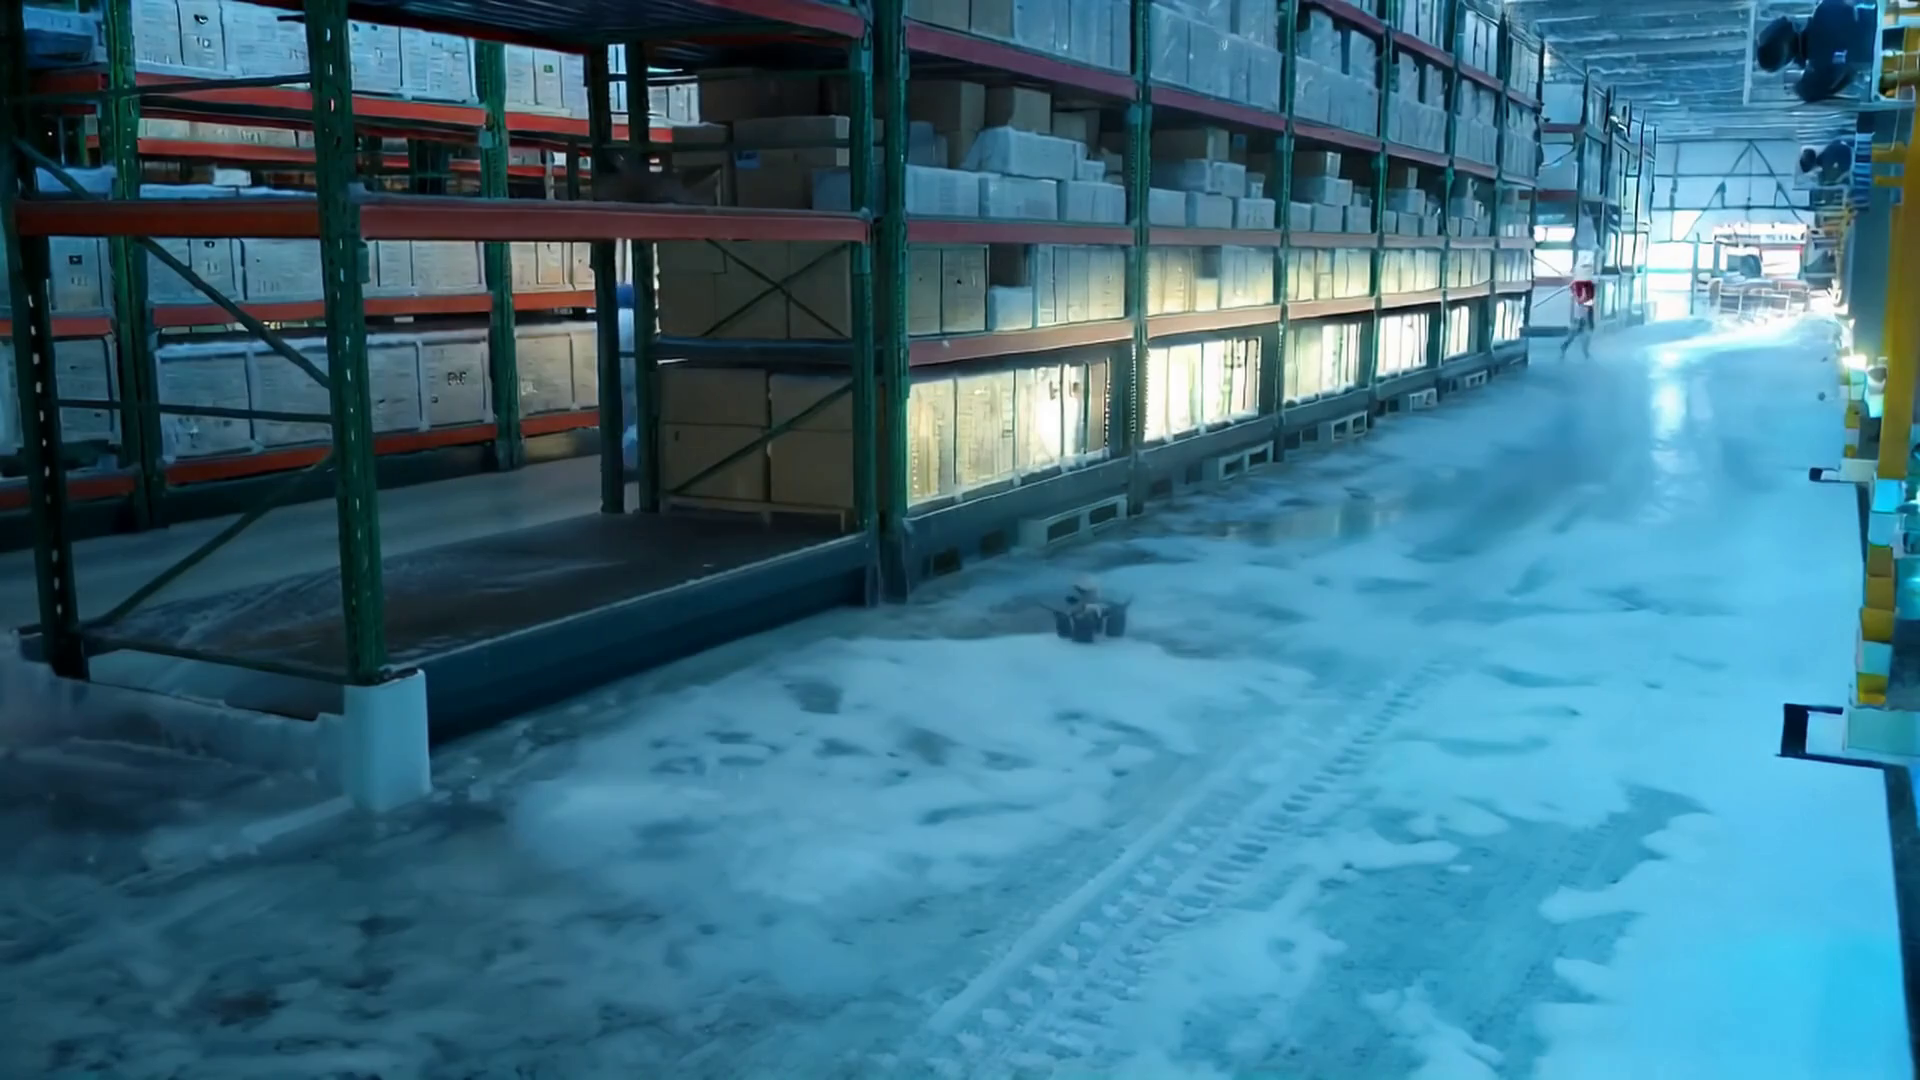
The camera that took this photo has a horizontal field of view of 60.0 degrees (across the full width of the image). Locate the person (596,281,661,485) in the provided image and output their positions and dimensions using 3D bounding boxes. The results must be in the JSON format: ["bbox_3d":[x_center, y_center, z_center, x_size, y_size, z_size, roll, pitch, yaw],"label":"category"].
[{"bbox_3d":[-3.102,-1.440,15.464,0.637,1.921,0.614,4,11,22],"label":"person"}]

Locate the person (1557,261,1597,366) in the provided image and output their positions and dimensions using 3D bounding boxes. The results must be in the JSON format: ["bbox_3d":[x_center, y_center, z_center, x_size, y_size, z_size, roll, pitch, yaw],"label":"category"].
[{"bbox_3d":[11.984,-4.370,32.131,0.617,2.019,0.731,-6,11,-30],"label":"person"}]
